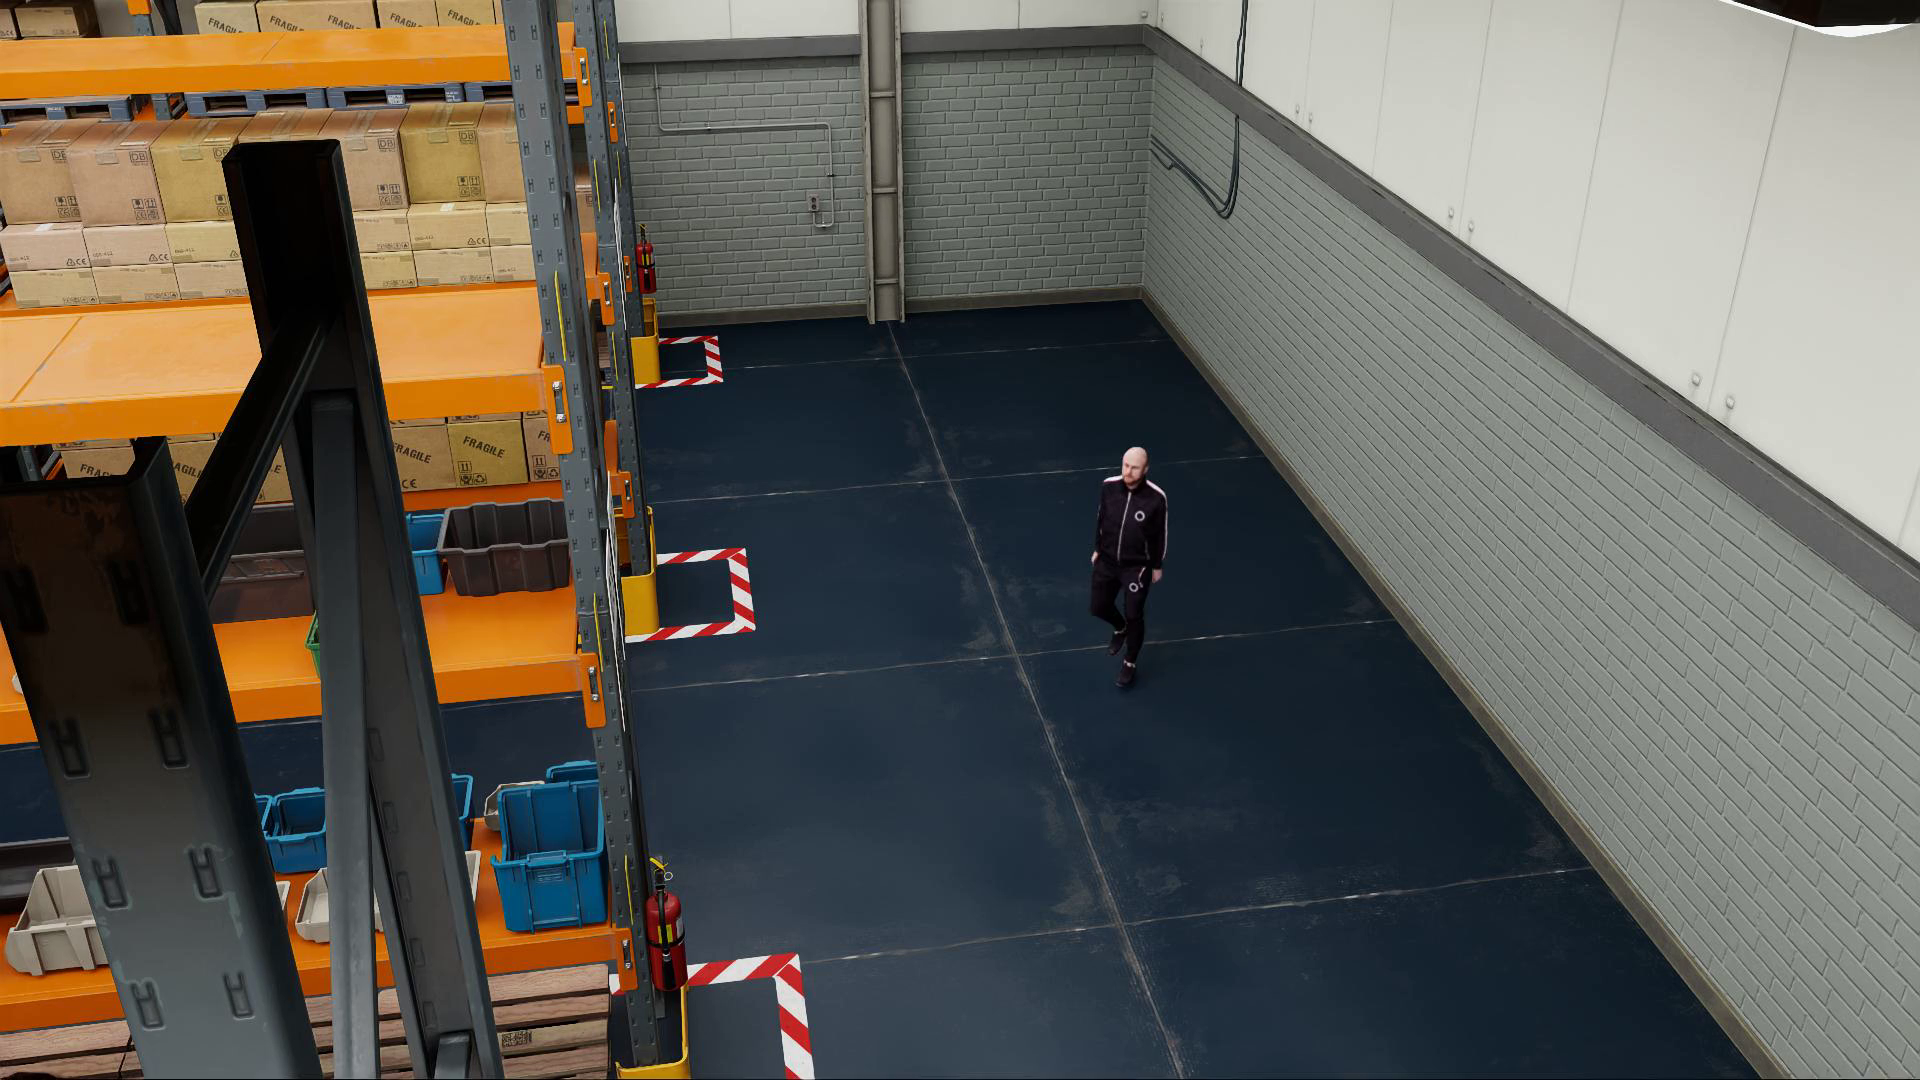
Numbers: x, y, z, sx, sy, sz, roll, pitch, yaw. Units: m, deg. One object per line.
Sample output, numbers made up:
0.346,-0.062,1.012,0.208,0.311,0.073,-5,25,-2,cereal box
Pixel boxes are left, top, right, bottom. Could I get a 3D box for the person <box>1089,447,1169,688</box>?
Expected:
1.212,0.135,11.704,0.875,1.821,0.941,13,31,23,person
